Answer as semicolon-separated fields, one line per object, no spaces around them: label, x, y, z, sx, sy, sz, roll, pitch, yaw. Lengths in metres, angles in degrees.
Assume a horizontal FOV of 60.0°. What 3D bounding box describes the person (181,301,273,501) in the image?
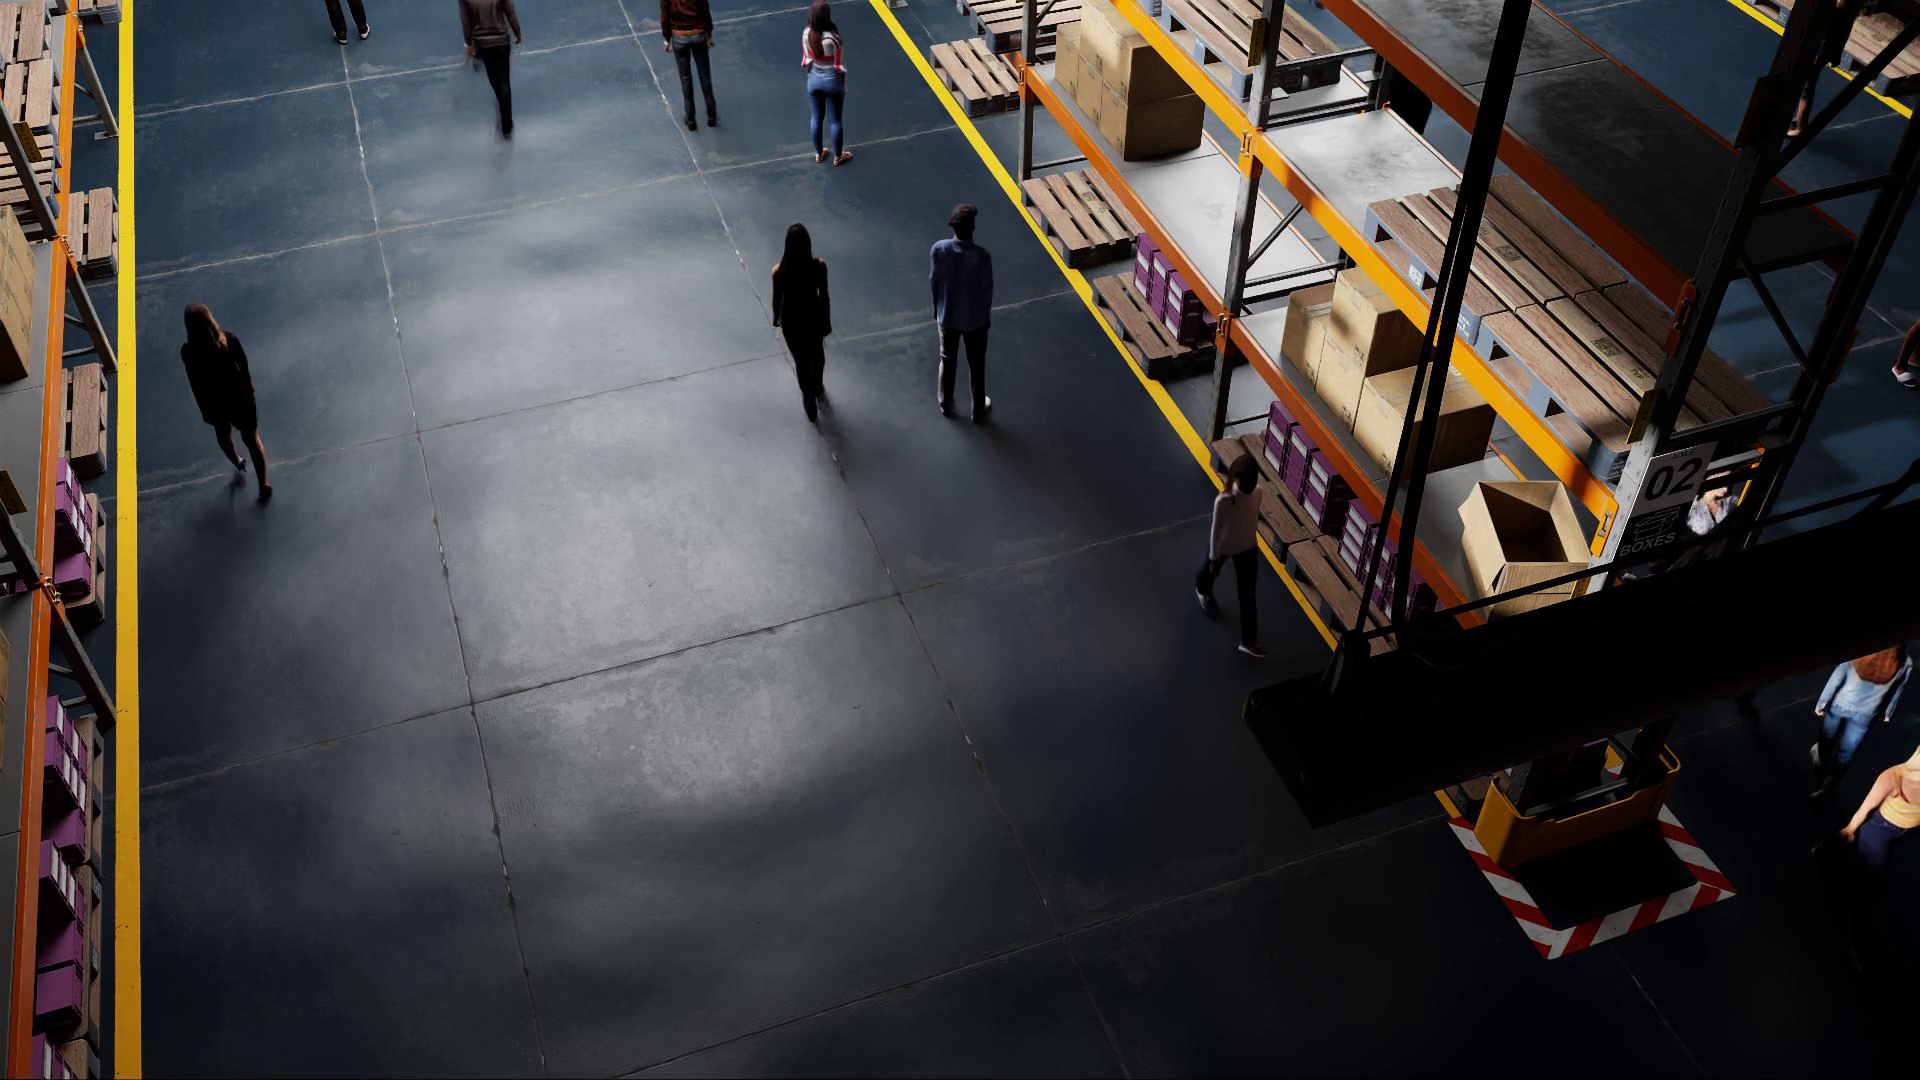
person;-5.273;-0.956;12.020;0.621;1.662;0.809;-20;47;-20

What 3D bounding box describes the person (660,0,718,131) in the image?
person;-2.595;-4.797;15.966;0.665;1.781;0.555;-9;44;-10

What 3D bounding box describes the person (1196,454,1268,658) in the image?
person;1.785;-0.009;11.137;0.574;1.509;1.070;-12;45;-12

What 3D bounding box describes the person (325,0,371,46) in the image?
person;-6.534;-5.970;17.331;0.676;1.597;0.665;-17;46;-17

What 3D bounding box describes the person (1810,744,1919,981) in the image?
person;5.200;1.594;9.407;0.829;1.574;1.220;-2;44;-2

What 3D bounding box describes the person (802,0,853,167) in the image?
person;-1.260;-4.280;15.545;0.652;1.613;0.706;17;46;17

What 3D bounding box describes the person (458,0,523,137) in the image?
person;-4.473;-4.702;15.900;1.101;1.735;0.813;-14;45;-14

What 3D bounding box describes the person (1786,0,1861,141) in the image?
person;8.206;-4.530;15.753;0.583;1.688;0.641;-16;46;-16

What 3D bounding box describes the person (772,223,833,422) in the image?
person;-1.180;-1.610;12.698;0.582;1.674;0.729;-13;45;-14

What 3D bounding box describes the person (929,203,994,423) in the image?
person;0.019;-1.719;12.660;0.738;1.885;0.774;13;45;13

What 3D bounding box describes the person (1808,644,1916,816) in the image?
person;5.402;1.052;10.065;0.921;1.453;0.986;18;46;18
